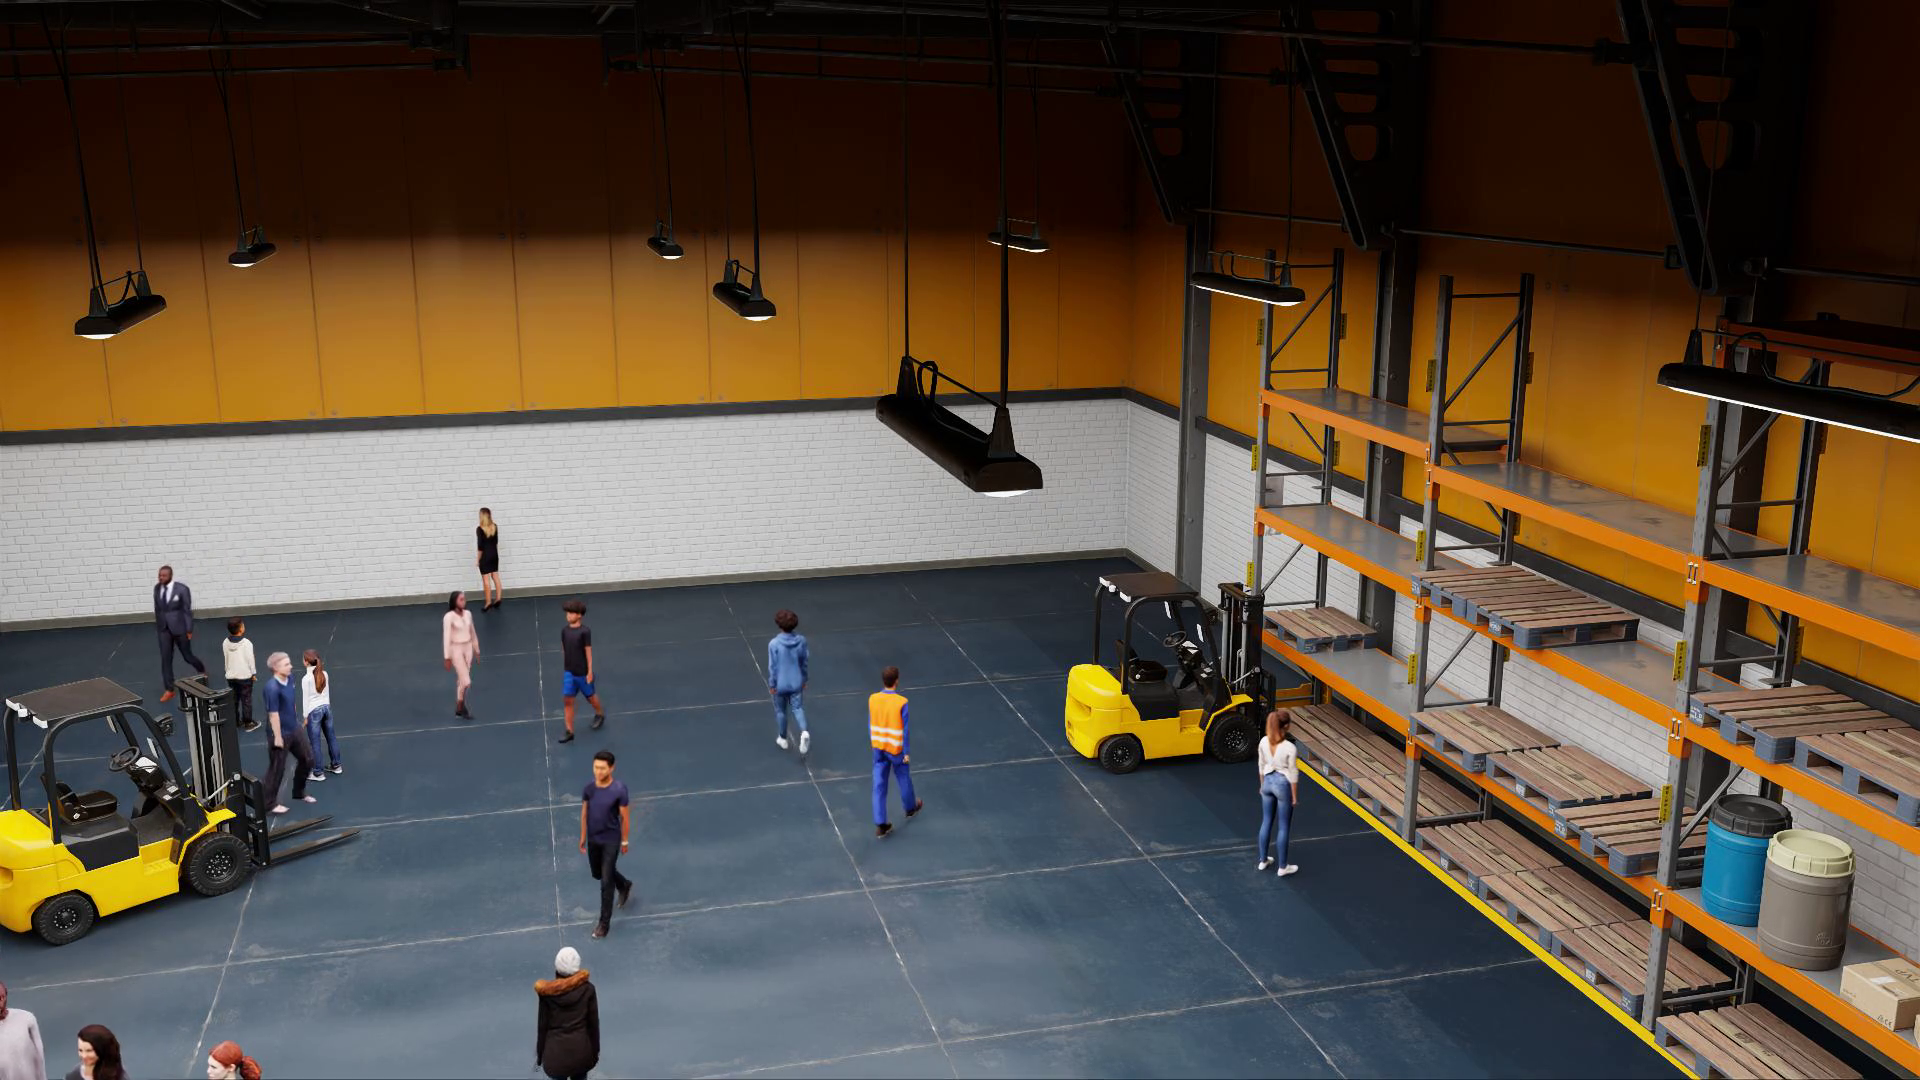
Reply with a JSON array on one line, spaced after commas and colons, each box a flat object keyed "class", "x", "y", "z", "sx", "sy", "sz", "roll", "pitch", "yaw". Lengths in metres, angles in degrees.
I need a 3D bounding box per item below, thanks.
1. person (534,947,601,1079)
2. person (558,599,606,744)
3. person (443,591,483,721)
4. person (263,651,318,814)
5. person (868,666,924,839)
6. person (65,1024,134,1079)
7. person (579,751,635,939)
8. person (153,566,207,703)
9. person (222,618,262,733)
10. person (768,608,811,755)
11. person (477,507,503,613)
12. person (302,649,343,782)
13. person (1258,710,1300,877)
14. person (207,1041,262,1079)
[{"class": "person", "x": -2.851, "y": 3.763, "z": 12.130, "sx": 0.673, "sy": 1.618, "sz": 0.935, "roll": -5, "pitch": 15, "yaw": -21}, {"class": "person", "x": -4.704, "y": 1.603, "z": 20.741, "sx": 1.051, "sy": 1.764, "sz": 1.207, "roll": 5, "pitch": 15, "yaw": 20}, {"class": "person", "x": -6.482, "y": 1.478, "z": 21.367, "sx": 0.823, "sy": 1.711, "sz": 0.753, "roll": 7, "pitch": 15, "yaw": 25}, {"class": "person", "x": -7.567, "y": 2.122, "z": 18.423, "sx": 0.890, "sy": 1.845, "sz": 0.843, "roll": 2, "pitch": 14, "yaw": 10}, {"class": "person", "x": -0.795, "y": 2.286, "z": 17.778, "sx": 1.117, "sy": 1.831, "sz": 1.216, "roll": 6, "pitch": 15, "yaw": 24}, {"class": "person", "x": -5.602, "y": 3.962, "z": 11.011, "sx": 0.759, "sy": 1.758, "sz": 0.849, "roll": 1, "pitch": 14, "yaw": 6}, {"class": "person", "x": -3.325, "y": 2.809, "z": 15.747, "sx": 1.034, "sy": 1.770, "sz": 1.153, "roll": 5, "pitch": 15, "yaw": 21}, {"class": "person", "x": -10.501, "y": 1.205, "z": 22.316, "sx": 0.942, "sy": 1.796, "sz": 1.197, "roll": 1, "pitch": 14, "yaw": 5}, {"class": "person", "x": -9.114, "y": 1.698, "z": 21.009, "sx": 0.645, "sy": 1.452, "sz": 0.646, "roll": 3, "pitch": 14, "yaw": 11}, {"class": "person", "x": -2.058, "y": 1.733, "z": 20.144, "sx": 0.768, "sy": 1.791, "sz": 1.038, "roll": -6, "pitch": 15, "yaw": -23}, {"class": "person", "x": -7.462, "y": 0.295, "z": 26.327, "sx": 0.654, "sy": 1.677, "sz": 0.601, "roll": 8, "pitch": 16, "yaw": 31}, {"class": "person", "x": -7.500, "y": 2.024, "z": 19.453, "sx": 0.678, "sy": 1.552, "sz": 0.615, "roll": 7, "pitch": 15, "yaw": 28}, {"class": "person", "x": 3.226, "y": 2.553, "z": 16.910, "sx": 0.746, "sy": 1.719, "sz": 0.624, "roll": -13, "pitch": 18, "yaw": -42}, {"class": "person", "x": -4.635, "y": 4.033, "z": 10.658, "sx": 0.685, "sy": 1.785, "sz": 0.751, "roll": 9, "pitch": 16, "yaw": 33}]
